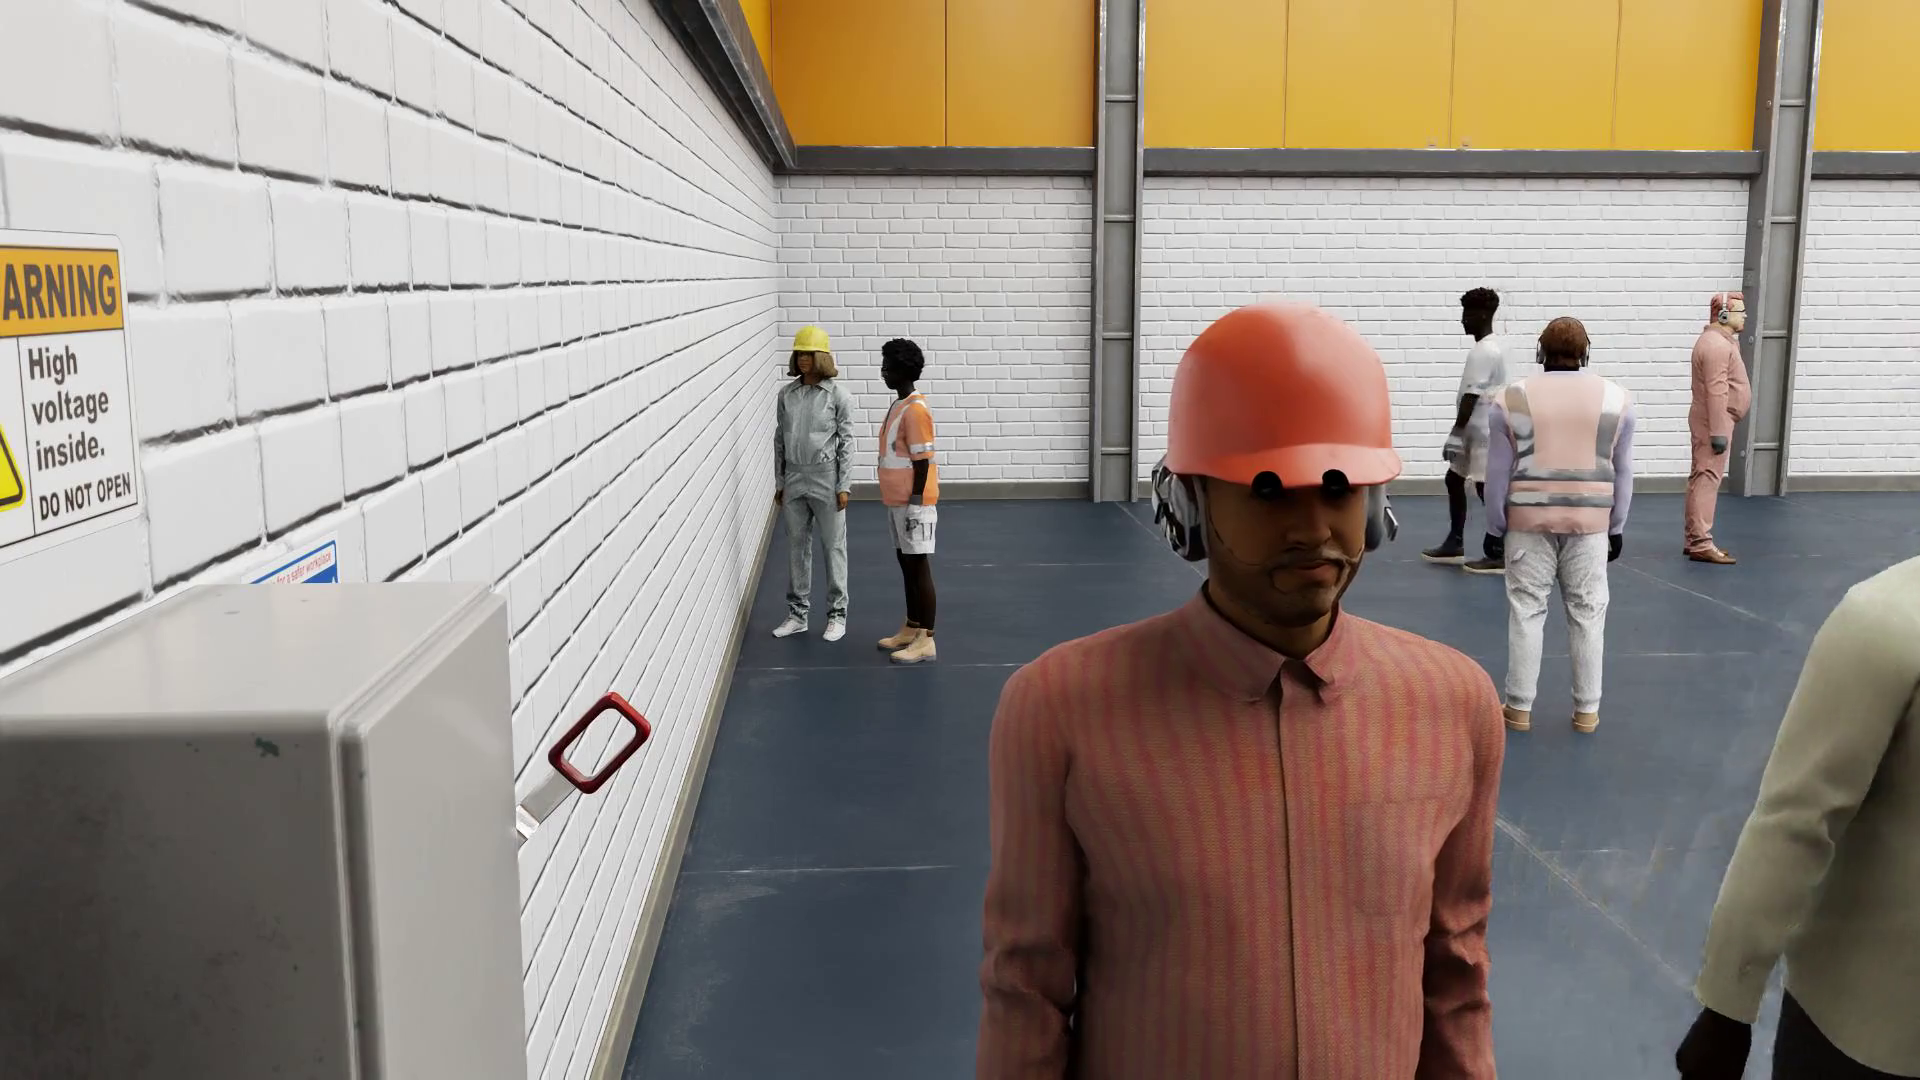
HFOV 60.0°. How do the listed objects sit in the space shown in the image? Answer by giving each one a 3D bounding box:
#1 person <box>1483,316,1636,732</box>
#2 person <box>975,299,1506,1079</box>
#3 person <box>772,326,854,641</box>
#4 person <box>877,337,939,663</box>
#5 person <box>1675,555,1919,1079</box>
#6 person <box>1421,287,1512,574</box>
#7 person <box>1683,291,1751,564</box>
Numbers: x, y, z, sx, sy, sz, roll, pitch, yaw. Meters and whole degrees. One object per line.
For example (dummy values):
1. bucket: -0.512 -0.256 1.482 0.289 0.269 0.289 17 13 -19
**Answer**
1. person: 2.636 -0.062 7.373 0.623 1.845 0.430 2 9 12
2. person: 0.318 0.741 1.844 0.611 1.996 0.379 -2 9 -12
3. person: -0.821 -0.311 9.238 0.487 1.746 0.289 4 10 22
4. person: -0.278 -0.209 8.733 0.317 1.699 0.540 -2 9 -13
5. person: 1.333 0.683 2.382 0.789 1.942 0.462 -3 10 -18
6. person: 3.440 -0.739 11.326 0.756 1.940 0.612 4 10 22
7. person: 5.369 -0.797 11.782 0.401 1.910 0.641 3 10 20
